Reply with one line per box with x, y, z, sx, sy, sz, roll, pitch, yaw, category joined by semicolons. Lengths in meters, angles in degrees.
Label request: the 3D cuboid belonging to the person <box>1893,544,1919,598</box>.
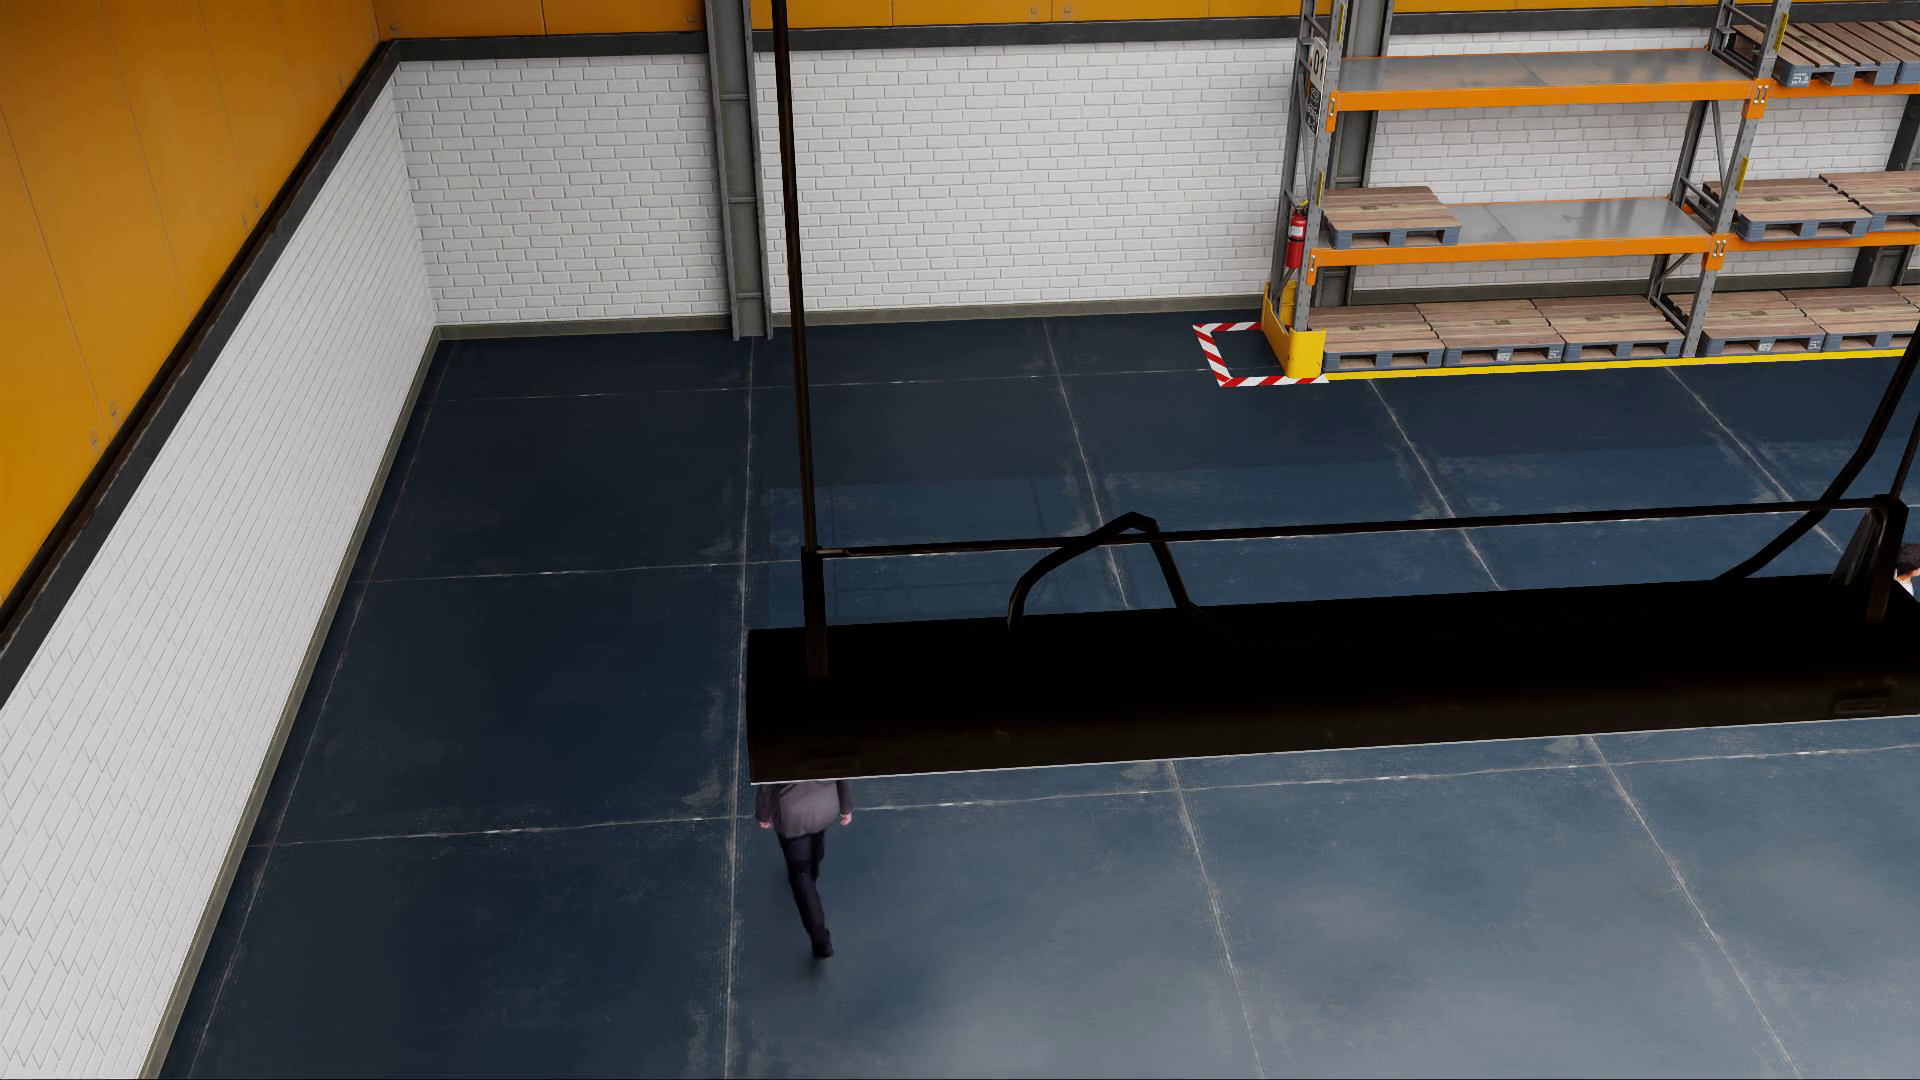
6.539;0.560;11.870;0.920;1.243;0.542;-7;34;-10;person

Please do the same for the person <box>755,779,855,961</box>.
-0.883;1.642;9.741;1.259;1.798;1.068;-15;36;-21;person
